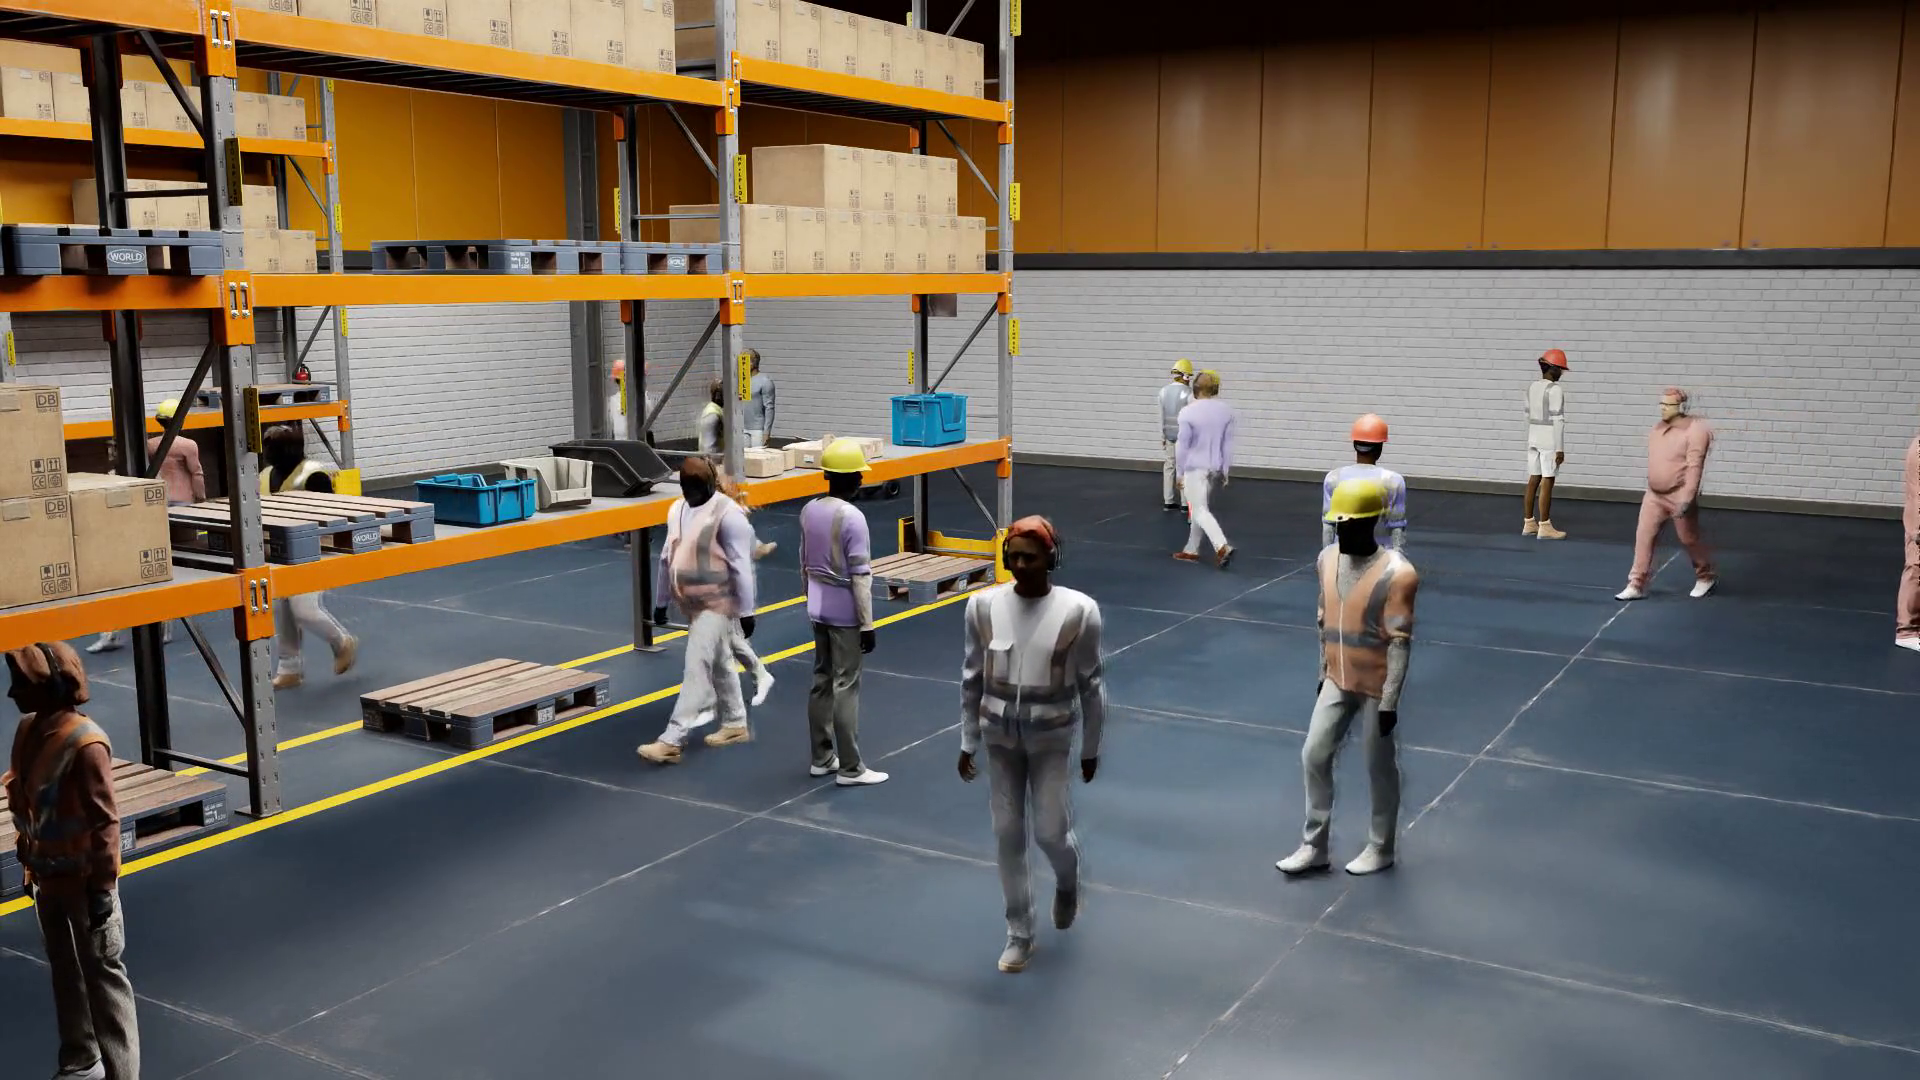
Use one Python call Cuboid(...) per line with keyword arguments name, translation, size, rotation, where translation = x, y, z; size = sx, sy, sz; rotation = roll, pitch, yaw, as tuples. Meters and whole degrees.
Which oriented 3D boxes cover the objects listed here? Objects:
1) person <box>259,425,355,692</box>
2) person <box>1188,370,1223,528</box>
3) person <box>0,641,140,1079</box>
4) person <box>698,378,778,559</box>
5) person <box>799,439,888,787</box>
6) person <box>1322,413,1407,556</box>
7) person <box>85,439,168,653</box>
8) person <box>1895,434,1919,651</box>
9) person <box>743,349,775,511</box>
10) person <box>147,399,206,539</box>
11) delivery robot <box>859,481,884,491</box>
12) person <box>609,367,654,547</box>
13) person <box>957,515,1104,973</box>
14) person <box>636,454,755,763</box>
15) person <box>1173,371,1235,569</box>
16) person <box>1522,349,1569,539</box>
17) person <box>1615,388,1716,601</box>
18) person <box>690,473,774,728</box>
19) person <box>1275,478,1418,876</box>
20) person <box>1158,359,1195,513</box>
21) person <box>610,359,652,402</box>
Cuboid(name="person", translation=(-4.523, 0.113, 11.391), size=(0.642, 1.824, 0.542), rotation=(5, 10, 26))
Cuboid(name="person", translation=(2.768, -1.021, 18.648), size=(0.326, 1.767, 0.533), rotation=(-3, 10, -21))
Cuboid(name="person", translation=(-2.982, 1.138, 5.572), size=(0.523, 1.638, 0.310), rotation=(7, 11, 35))
Cuboid(name="person", translation=(-2.237, -0.691, 16.461), size=(0.901, 1.802, 0.654), rotation=(0, 9, -3))
Cuboid(name="person", translation=(-0.660, 0.403, 9.255), size=(0.373, 1.928, 0.584), rotation=(-7, 11, -37))
Cuboid(name="person", translation=(2.629, 0.147, 10.824), size=(0.545, 1.938, 0.360), rotation=(5, 10, 28))
Cuboid(name="person", translation=(-6.259, 0.050, 12.403), size=(0.546, 1.609, 0.700), rotation=(4, 10, 24))
Cuboid(name="person", translation=(7.350, -0.117, 12.575), size=(0.401, 1.904, 0.648), rotation=(6, 11, 35))
Cuboid(name="person", translation=(-2.482, -1.321, 19.982), size=(0.628, 1.940, 0.373), rotation=(8, 12, 40))
Cuboid(name="person", translation=(-6.733, -0.328, 14.317), size=(0.525, 1.772, 0.305), rotation=(2, 9, 10))
Cuboid(name="delivery robot", translation=(-1.177, -0.824, 20.893), size=(0.707, 0.478, 0.477), rotation=(-9, 13, -43))
Cuboid(name="person", translation=(-3.373, -0.887, 17.265), size=(0.627, 1.937, 0.423), rotation=(9, 13, 43))
Cuboid(name="person", translation=(0.297, 0.815, 6.867), size=(0.582, 1.867, 0.512), rotation=(3, 10, 19))
Cuboid(name="person", translation=(-1.579, 0.398, 9.713), size=(0.928, 1.787, 0.670), rotation=(-8, 12, -40))
Cuboid(name="person", translation=(2.382, -0.673, 16.049), size=(0.637, 1.914, 0.891), rotation=(-6, 11, -33))
Cuboid(name="person", translation=(6.304, -1.027, 17.853), size=(0.389, 2.034, 0.605), rotation=(-2, 9, -14))
Cuboid(name="person", translation=(6.218, -0.398, 14.474), size=(0.997, 1.866, 0.640), rotation=(-5, 10, -28))
Cuboid(name="person", translation=(-1.469, 0.347, 10.637), size=(0.513, 1.602, 0.805), rotation=(6, 11, 35))
Cuboid(name="person", translation=(1.782, 0.661, 7.712), size=(0.762, 1.898, 0.625), rotation=(-6, 11, -33))
Cuboid(name="person", translation=(2.630, -1.231, 19.785), size=(0.403, 1.823, 0.588), rotation=(-8, 12, -41))
Cuboid(name="person", translation=(-3.585, -1.019, 18.175), size=(0.432, 1.912, 0.583), rotation=(5, 10, 28))
